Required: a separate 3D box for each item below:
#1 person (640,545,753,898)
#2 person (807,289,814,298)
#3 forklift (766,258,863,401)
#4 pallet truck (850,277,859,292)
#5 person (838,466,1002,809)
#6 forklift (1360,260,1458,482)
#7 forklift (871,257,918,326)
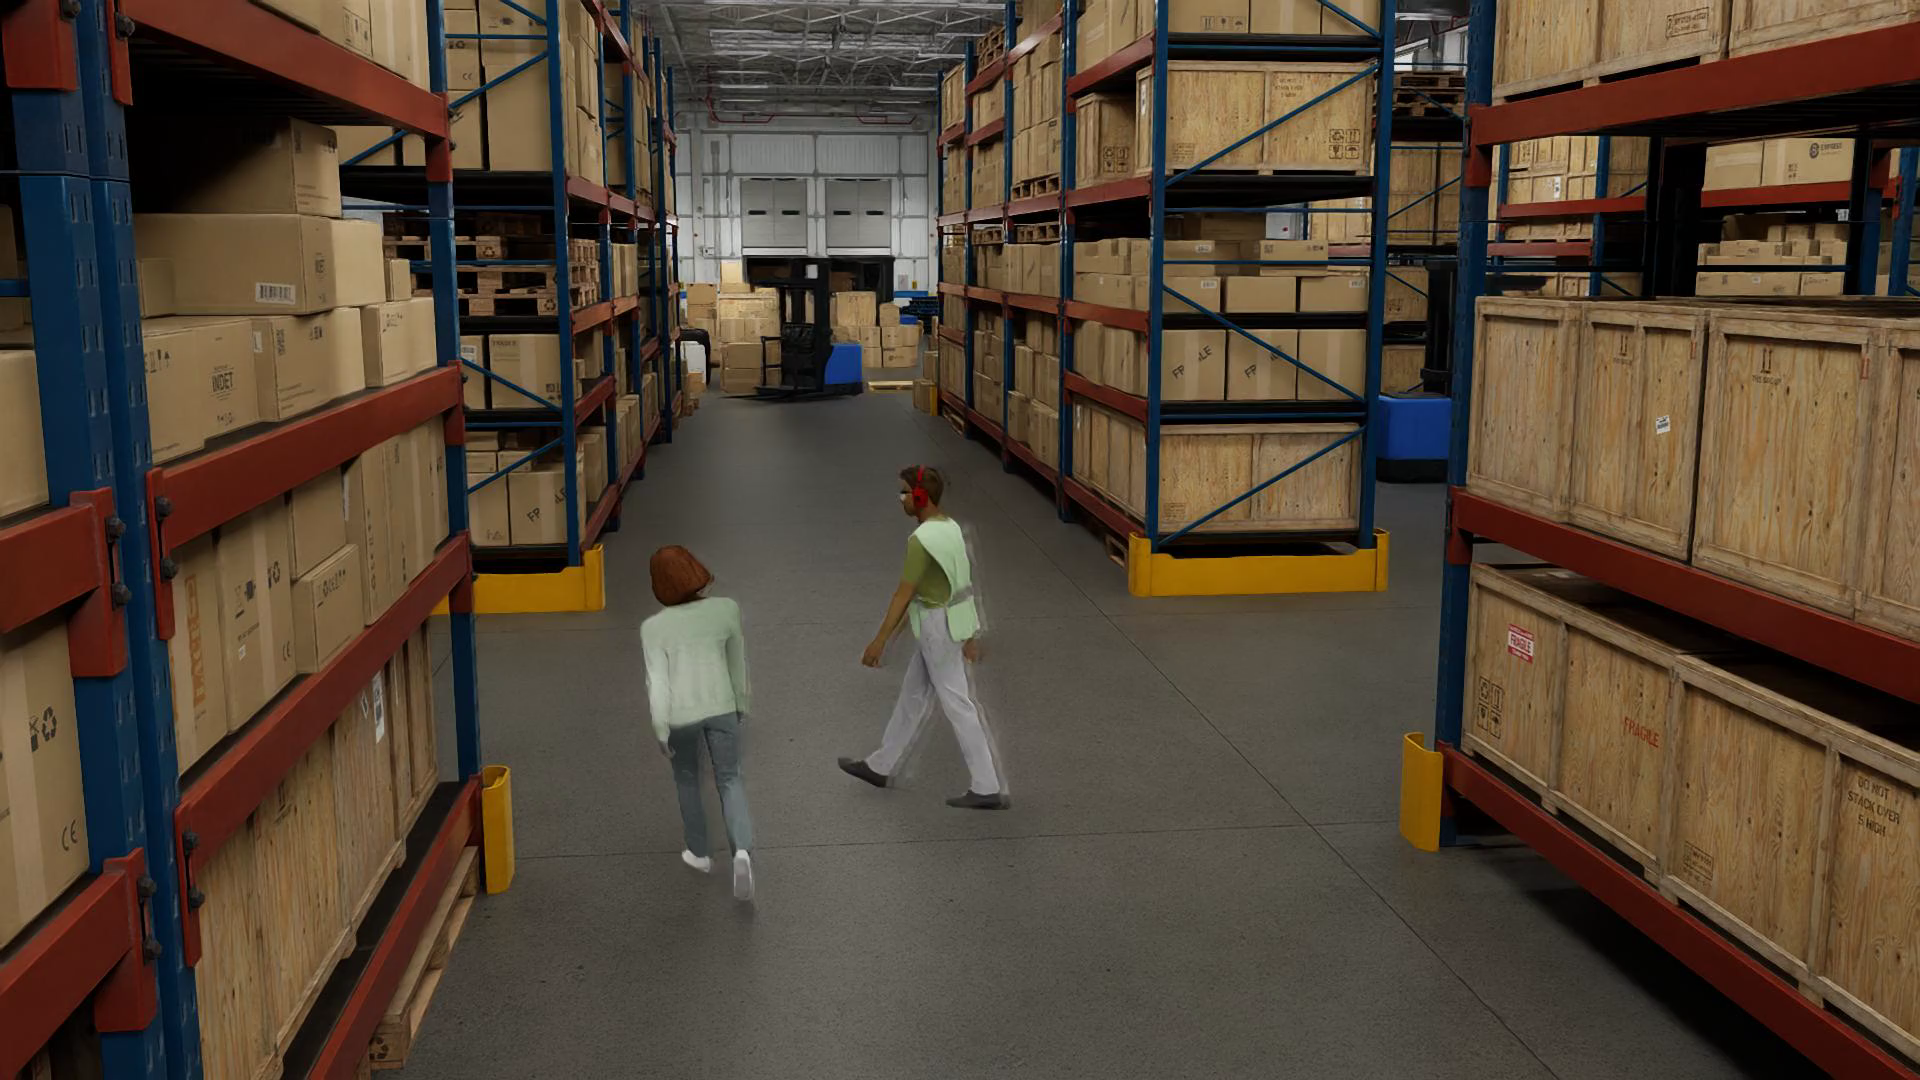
[{"bbox_3d":[-1.175,0.811,7.548,0.516,1.597,0.730,-4,11,-24],"label":"person"},{"bbox_3d":[-5.894,-9.160,65.327,0.316,1.700,0.541,-4,11,-23],"label":"person"},{"bbox_3d":[-2.961,-4.255,33.337,1.873,2.768,1.129,-10,14,-44],"label":"forklift"},{"bbox_3d":[-3.782,-9.391,65.808,1.885,1.965,0.823,2,10,10],"label":"pallet truck"},{"bbox_3d":[-0.207,0.513,8.747,0.979,1.793,0.582,2,10,11],"label":"person"},{"bbox_3d":[6.258,-2.206,21.407,1.873,2.768,1.129,-1,10,-7],"label":"forklift"},{"bbox_3d":[-2.263,-6.937,48.952,1.873,2.768,1.129,-6,11,-31],"label":"forklift"}]
